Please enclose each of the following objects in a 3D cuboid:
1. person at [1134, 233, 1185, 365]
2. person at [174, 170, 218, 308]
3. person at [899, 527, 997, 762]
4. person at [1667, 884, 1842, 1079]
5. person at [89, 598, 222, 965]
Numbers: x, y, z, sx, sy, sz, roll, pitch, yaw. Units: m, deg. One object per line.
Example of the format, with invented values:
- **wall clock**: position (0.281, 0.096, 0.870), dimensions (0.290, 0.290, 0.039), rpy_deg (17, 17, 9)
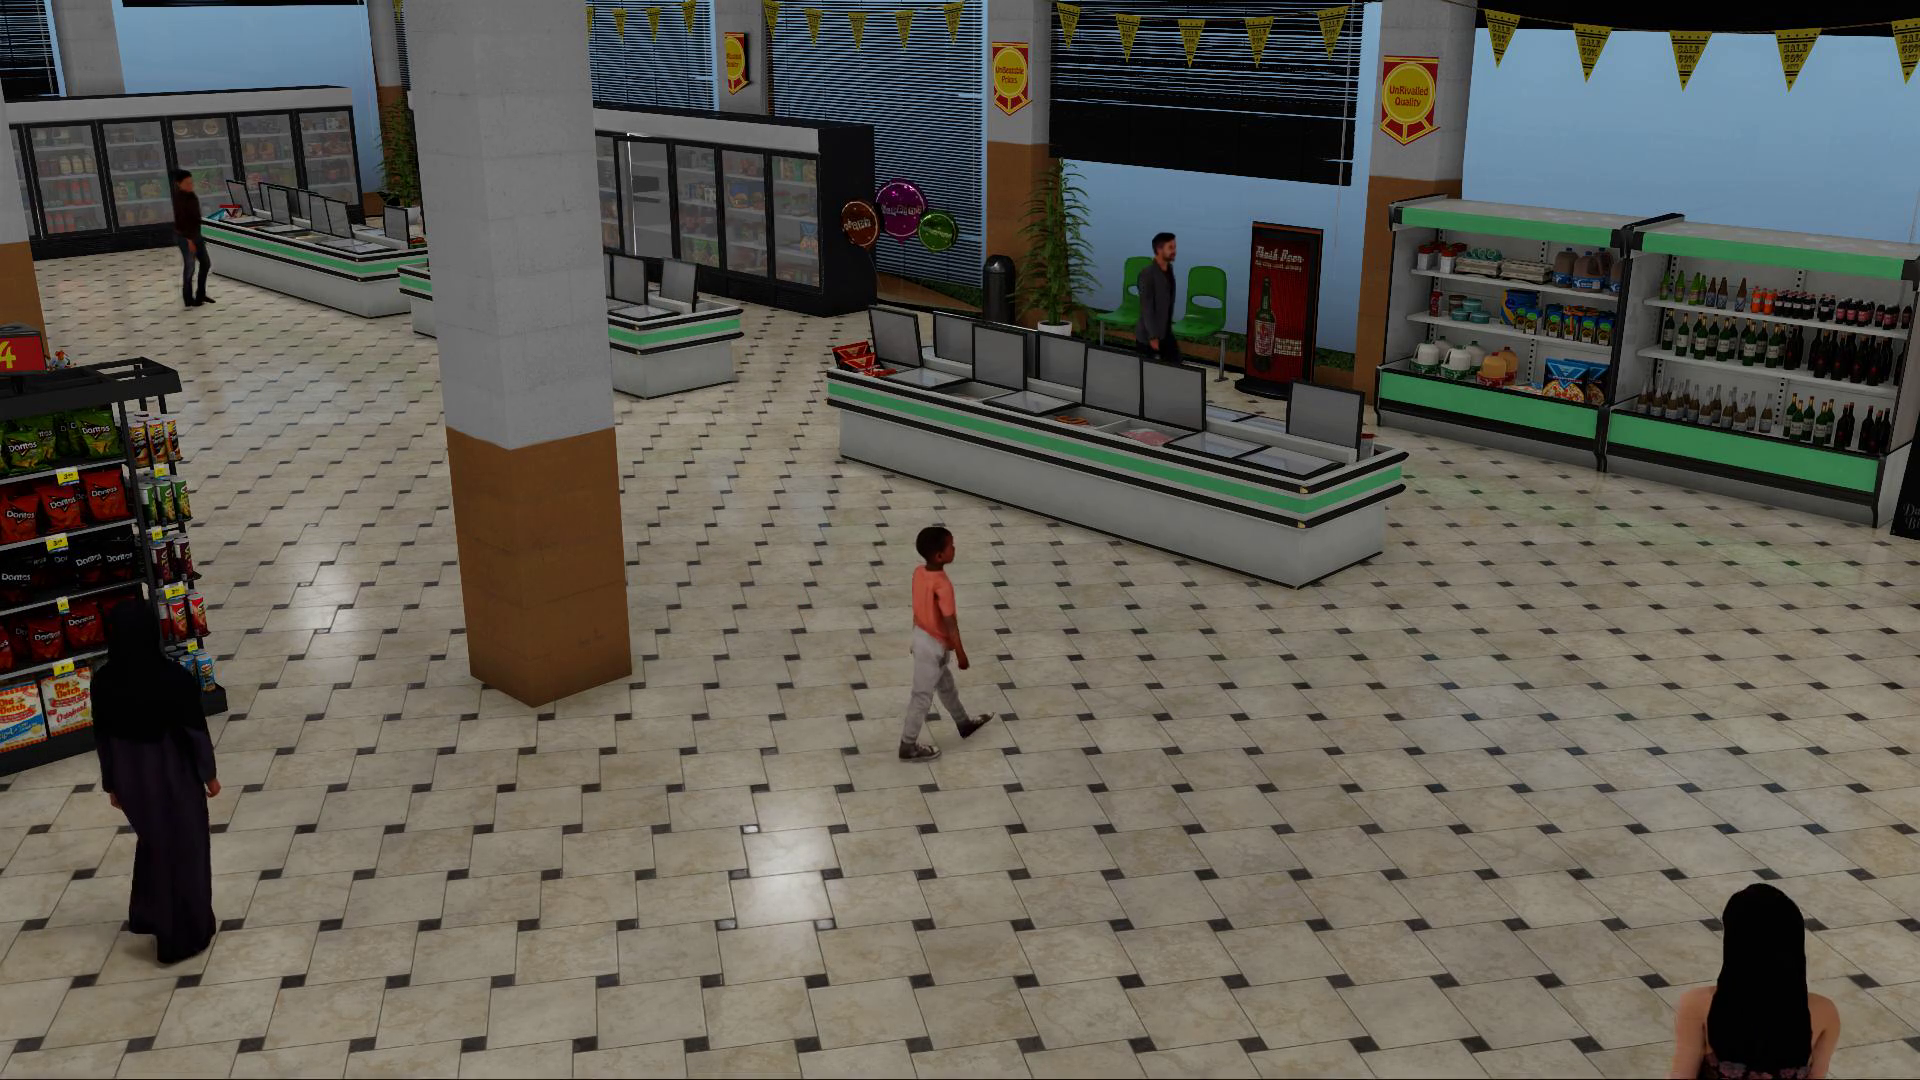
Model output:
- **person**: position (1.719, -1.892, 15.257), dimensions (0.801, 1.851, 0.740), rpy_deg (15, 24, 37)
- **person**: position (-9.816, -3.800, 21.096), dimensions (0.871, 1.735, 0.822), rpy_deg (-2, 19, -7)
- **person**: position (-0.209, 0.570, 8.837), dimensions (0.766, 1.287, 0.839), rpy_deg (-8, 20, -21)
- **person**: position (2.118, 1.782, 4.506), dimensions (0.984, 1.758, 0.969), rpy_deg (4, 19, 12)
- **person**: position (-3.401, 1.029, 6.973), dimensions (0.814, 1.609, 0.862), rpy_deg (2, 19, 6)
